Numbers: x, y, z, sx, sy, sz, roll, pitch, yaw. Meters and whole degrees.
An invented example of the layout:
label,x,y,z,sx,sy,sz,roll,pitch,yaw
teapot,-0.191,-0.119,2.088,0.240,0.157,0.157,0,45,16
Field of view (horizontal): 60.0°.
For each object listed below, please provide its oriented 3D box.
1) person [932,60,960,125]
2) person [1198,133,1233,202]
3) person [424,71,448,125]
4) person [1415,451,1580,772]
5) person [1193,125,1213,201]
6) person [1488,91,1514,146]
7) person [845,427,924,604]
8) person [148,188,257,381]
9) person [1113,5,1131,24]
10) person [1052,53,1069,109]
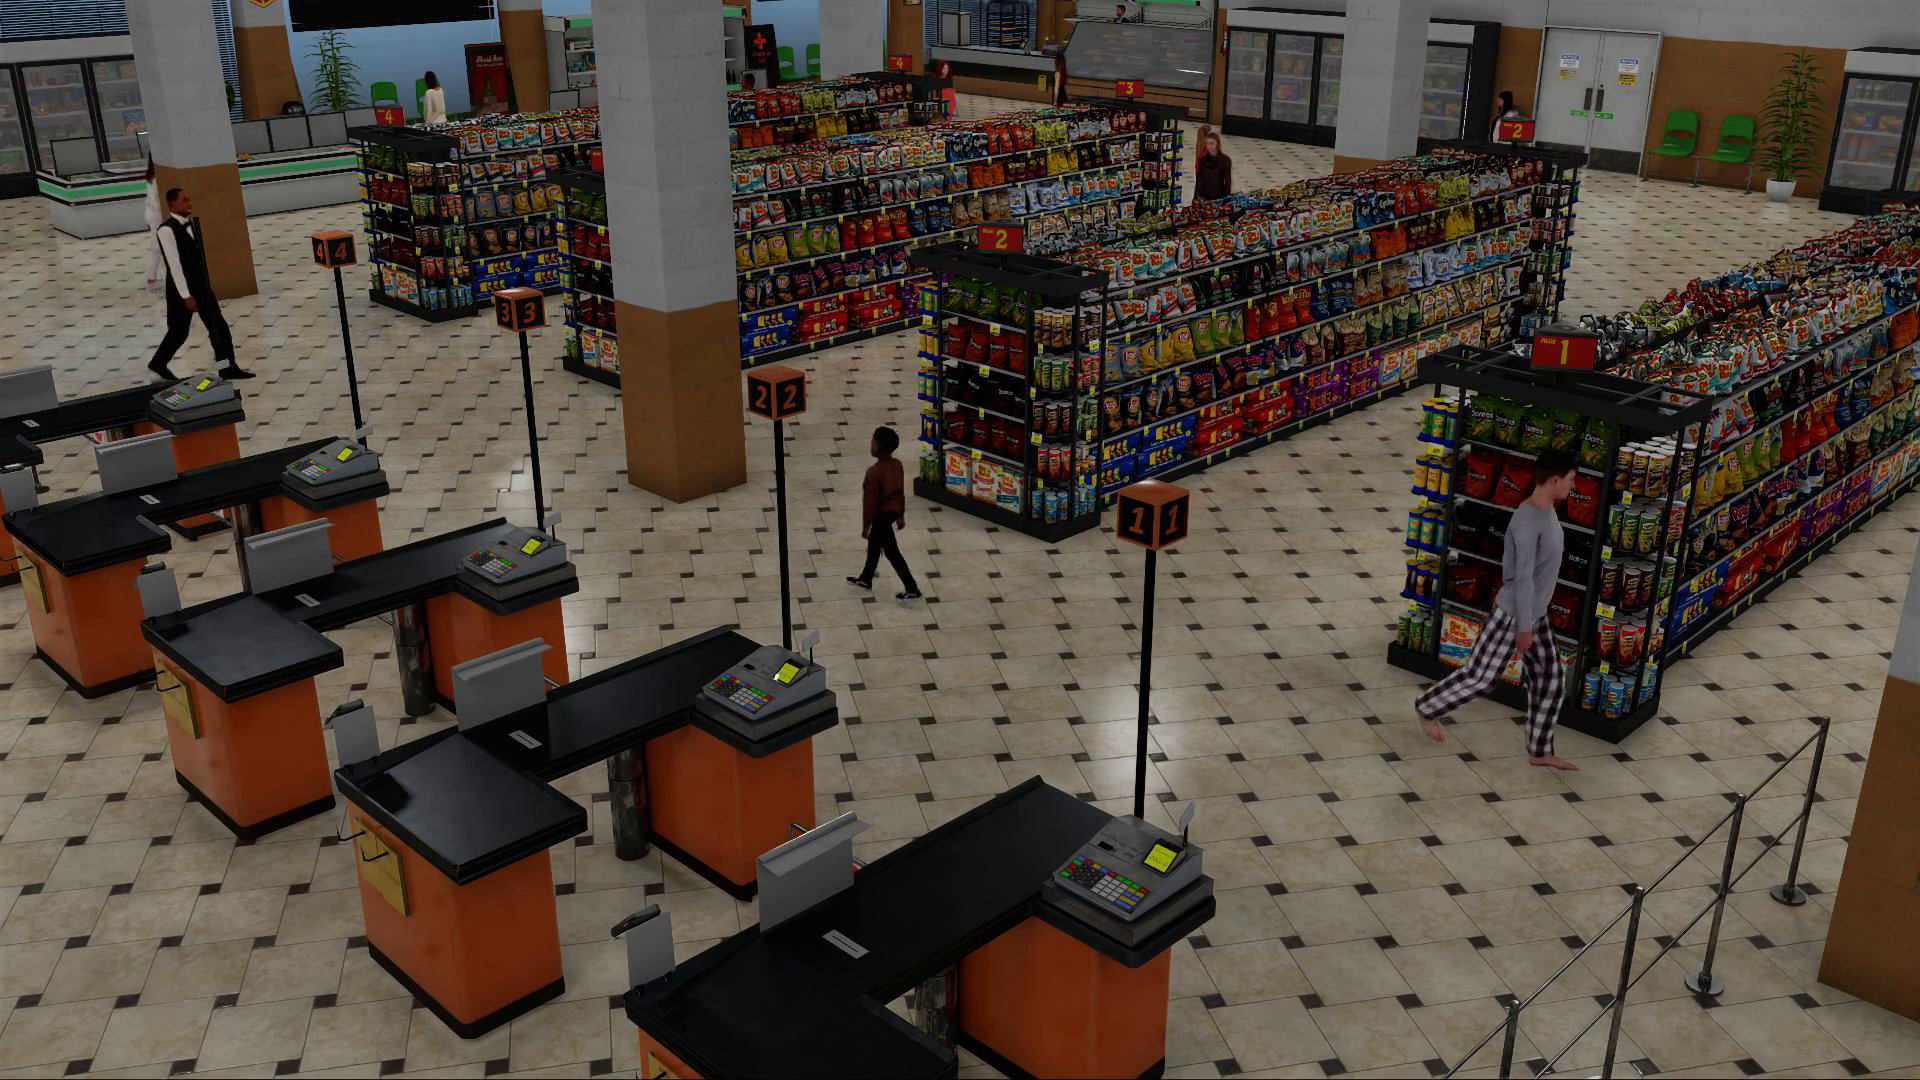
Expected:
label,x,y,z,sx,sy,sz,roll,pitch,yaw
person,-0.306,-7.051,27.747,1.109,1.780,0.874,-12,25,-27
person,3.227,-4.281,20.994,0.883,1.676,1.117,9,23,20
person,-8.619,-6.879,27.457,0.756,1.677,0.631,7,23,17
person,3.000,0.392,9.201,0.791,1.797,1.135,18,28,38
person,3.580,-5.440,24.407,0.510,1.282,0.503,-16,27,-34
person,8.318,-6.010,25.390,1.116,1.607,1.045,0,22,-1
person,-0.471,-0.142,11.294,0.713,1.228,0.877,13,25,30
person,-7.547,-2.410,16.064,1.230,1.880,1.310,4,22,10
person,3.711,-11.418,38.499,0.632,1.867,0.549,20,30,41
person,1.860,-7.790,29.668,0.783,1.719,0.838,11,25,26
